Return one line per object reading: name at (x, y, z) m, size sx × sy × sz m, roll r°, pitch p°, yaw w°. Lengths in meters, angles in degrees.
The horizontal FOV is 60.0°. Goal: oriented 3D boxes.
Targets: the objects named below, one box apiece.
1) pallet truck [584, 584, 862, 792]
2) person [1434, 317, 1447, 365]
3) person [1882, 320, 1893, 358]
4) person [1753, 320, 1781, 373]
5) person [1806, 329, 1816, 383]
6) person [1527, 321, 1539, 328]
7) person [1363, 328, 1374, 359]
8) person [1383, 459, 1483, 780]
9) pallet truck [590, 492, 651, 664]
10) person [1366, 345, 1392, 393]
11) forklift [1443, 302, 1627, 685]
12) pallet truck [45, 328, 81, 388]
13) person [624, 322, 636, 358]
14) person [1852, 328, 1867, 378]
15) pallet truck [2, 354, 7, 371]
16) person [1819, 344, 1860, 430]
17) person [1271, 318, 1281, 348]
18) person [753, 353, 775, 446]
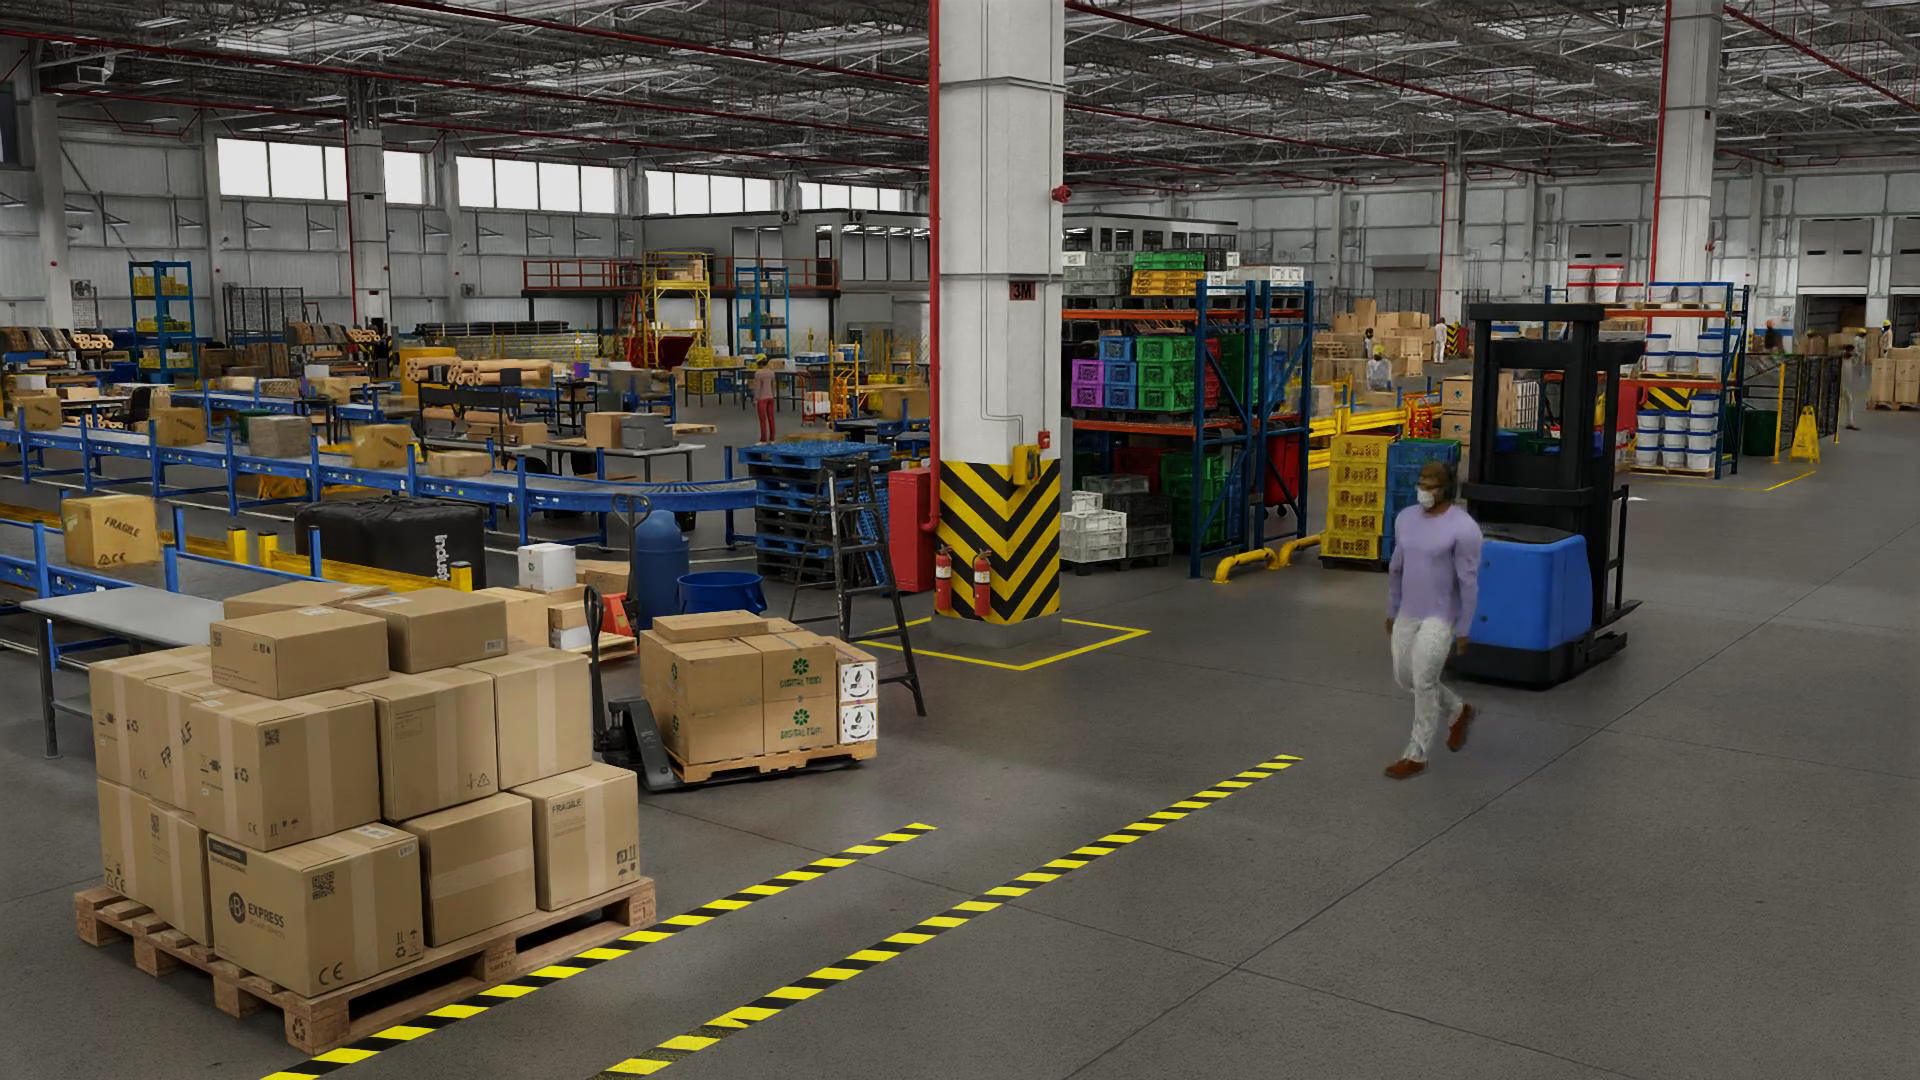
pallet truck at (-1.426, 0.805, 10.019) m, size 1.601 × 1.201 × 0.680 m, roll -4°, pitch 9°, yaw -26°
person at (19.542, -8.086, 67.616) m, size 0.379 × 1.931 × 0.625 m, roll -5°, pitch 10°, yaw -28°
person at (33.111, -6.880, 59.468) m, size 0.360 × 1.929 × 0.587 m, roll 4°, pitch 9°, yaw 23°
person at (29.338, -7.003, 60.265) m, size 1.049 × 1.946 × 0.633 m, roll -1°, pitch 8°, yaw -7°
person at (27.475, -5.967, 53.885) m, size 0.552 × 1.745 × 0.554 m, roll 3°, pitch 9°, yaw 21°
person at (26.128, -9.305, 75.822) m, size 0.618 × 1.929 × 0.734 m, roll -1°, pitch 8°, yaw -5°
person at (11.998, -5.278, 48.866) m, size 0.329 × 1.873 × 0.515 m, roll 2°, pitch 9°, yaw 15°
person at (2.871, 0.459, 10.011) m, size 0.752 × 1.922 × 0.637 m, roll -5°, pitch 10°, yaw -29°
pallet truck at (-3.115, 0.344, 12.883) m, size 0.653 × 1.274 × 1.630 m, roll 7°, pitch 11°, yaw 37°
person at (8.828, -3.233, 35.285) m, size 0.609 × 1.803 × 0.750 m, roll 6°, pitch 10°, yaw 36°
forklift at (4.379, -0.438, 12.852) m, size 1.129 × 2.768 × 1.873 m, roll 7°, pitch 11°, yaw 37°
pallet truck at (-23.775, -4.544, 43.495) m, size 1.885 × 1.965 × 0.823 m, roll 6°, pitch 10°, yaw 35°
person at (-13.971, -8.547, 71.004) m, size 0.939 × 1.853 × 0.582 m, roll 6°, pitch 10°, yaw 35°
person at (30.721, -6.393, 56.852) m, size 0.497 × 1.725 × 0.604 m, roll -2°, pitch 9°, yaw -15°
pallet truck at (-24.881, -4.417, 42.634) m, size 1.885 × 1.965 × 0.823 m, roll 8°, pitch 11°, yaw 41°
person at (18.768, -3.264, 35.440) m, size 0.526 × 1.840 × 0.820 m, roll -6°, pitch 10°, yaw -34°
person at (13.865, -8.830, 72.910) m, size 0.429 × 1.841 × 0.633 m, roll 2°, pitch 9°, yaw 14°
person at (-3.727, -2.656, 31.571) m, size 0.325 × 1.760 × 0.523 m, roll 6°, pitch 11°, yaw 37°
